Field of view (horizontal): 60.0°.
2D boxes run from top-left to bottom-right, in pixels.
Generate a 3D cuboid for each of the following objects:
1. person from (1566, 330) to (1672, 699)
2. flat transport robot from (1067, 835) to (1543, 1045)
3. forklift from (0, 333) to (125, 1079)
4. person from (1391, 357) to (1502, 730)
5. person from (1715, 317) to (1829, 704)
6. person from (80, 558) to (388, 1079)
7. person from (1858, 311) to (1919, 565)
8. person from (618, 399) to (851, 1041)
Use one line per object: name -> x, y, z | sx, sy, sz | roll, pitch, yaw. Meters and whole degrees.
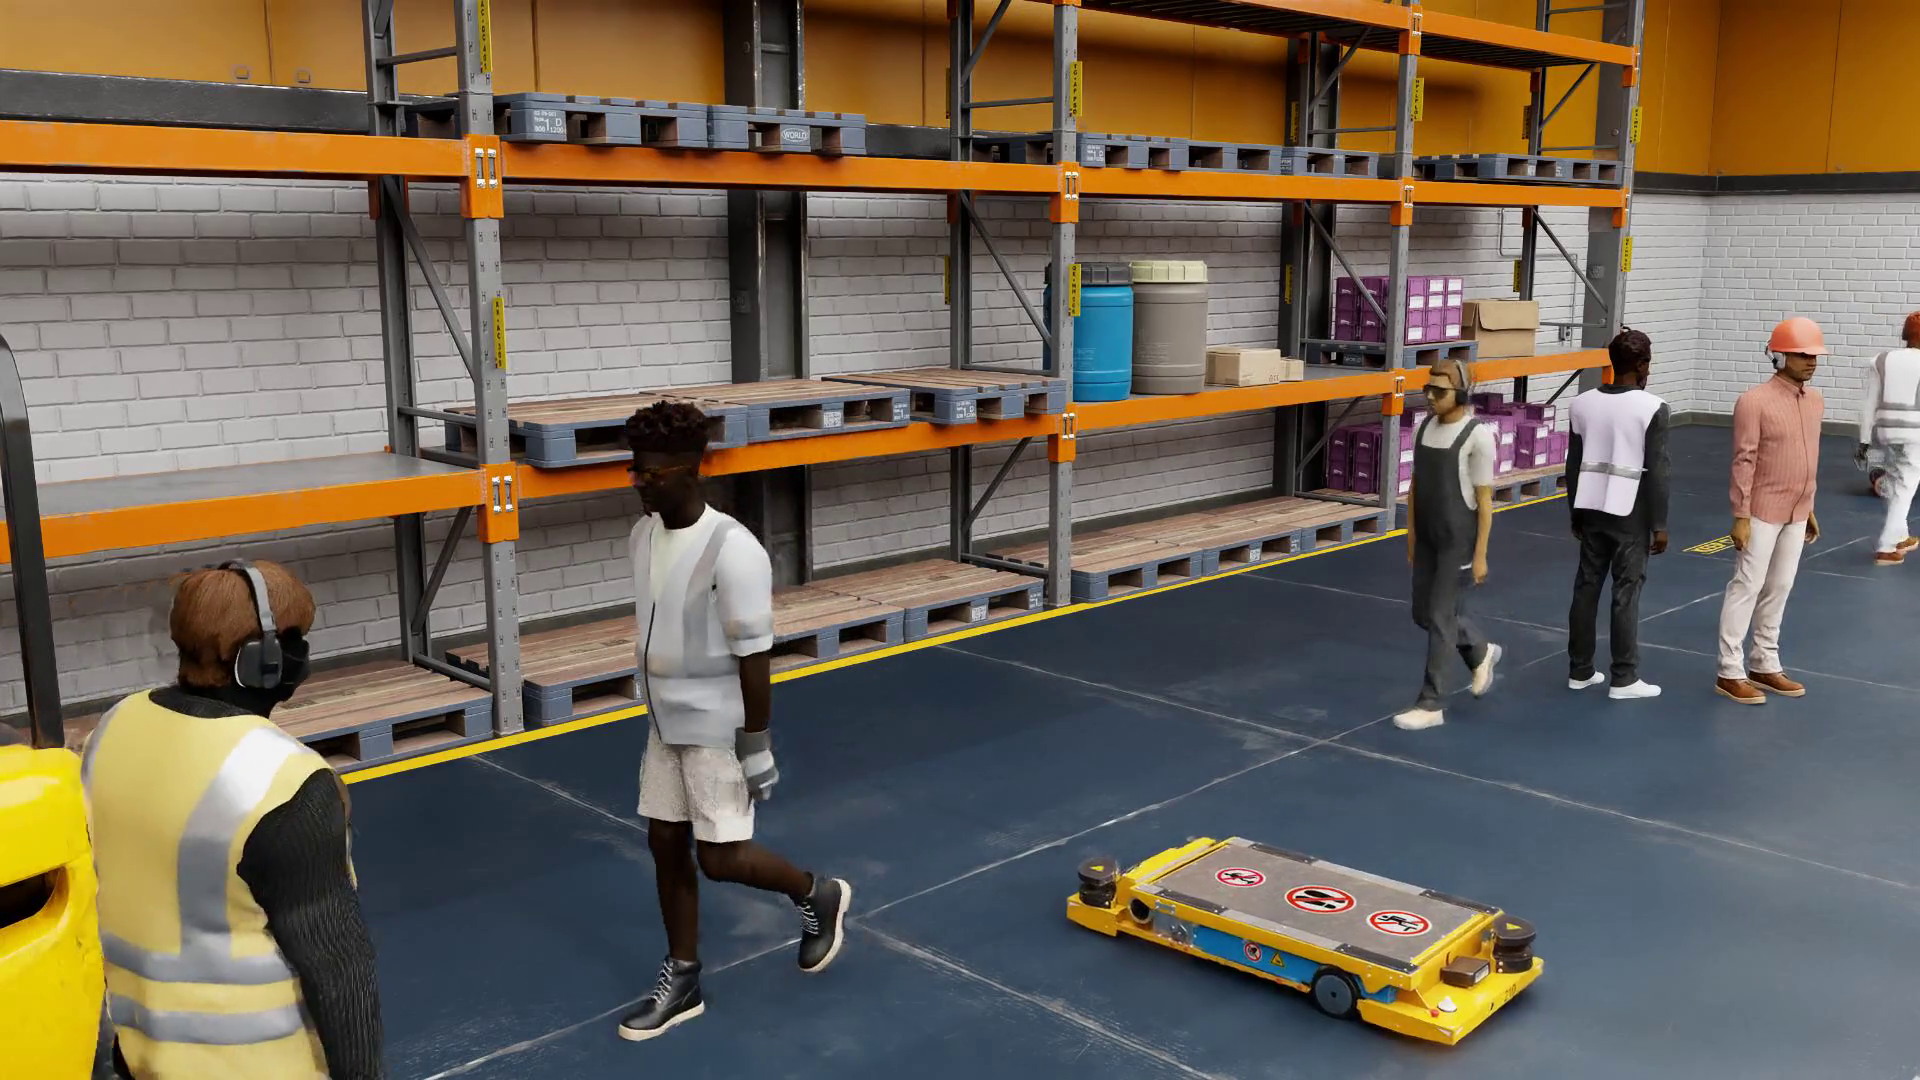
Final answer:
person -> 3.423, -0.132, 8.694 | 0.391, 1.920, 0.587 | -6, 12, -31
flat transport robot -> 1.119, 1.270, 5.550 | 1.431, 0.197, 0.652 | 9, 14, 40
forklift -> -3.289, 0.485, 4.582 | 1.214, 2.155, 2.313 | -10, 14, -44
person -> 2.455, 0.005, 8.206 | 0.713, 1.830, 0.511 | -5, 12, -28
person -> 4.225, -0.151, 8.590 | 0.623, 1.992, 0.397 | -5, 12, -27
person -> -1.322, 0.936, 3.123 | 0.660, 1.825, 0.463 | 7, 12, 33
person -> 7.045, -0.753, 12.274 | 0.892, 1.846, 0.594 | -7, 13, -34
person -> -0.715, 0.525, 5.054 | 0.686, 1.942, 0.616 | -9, 14, -42
